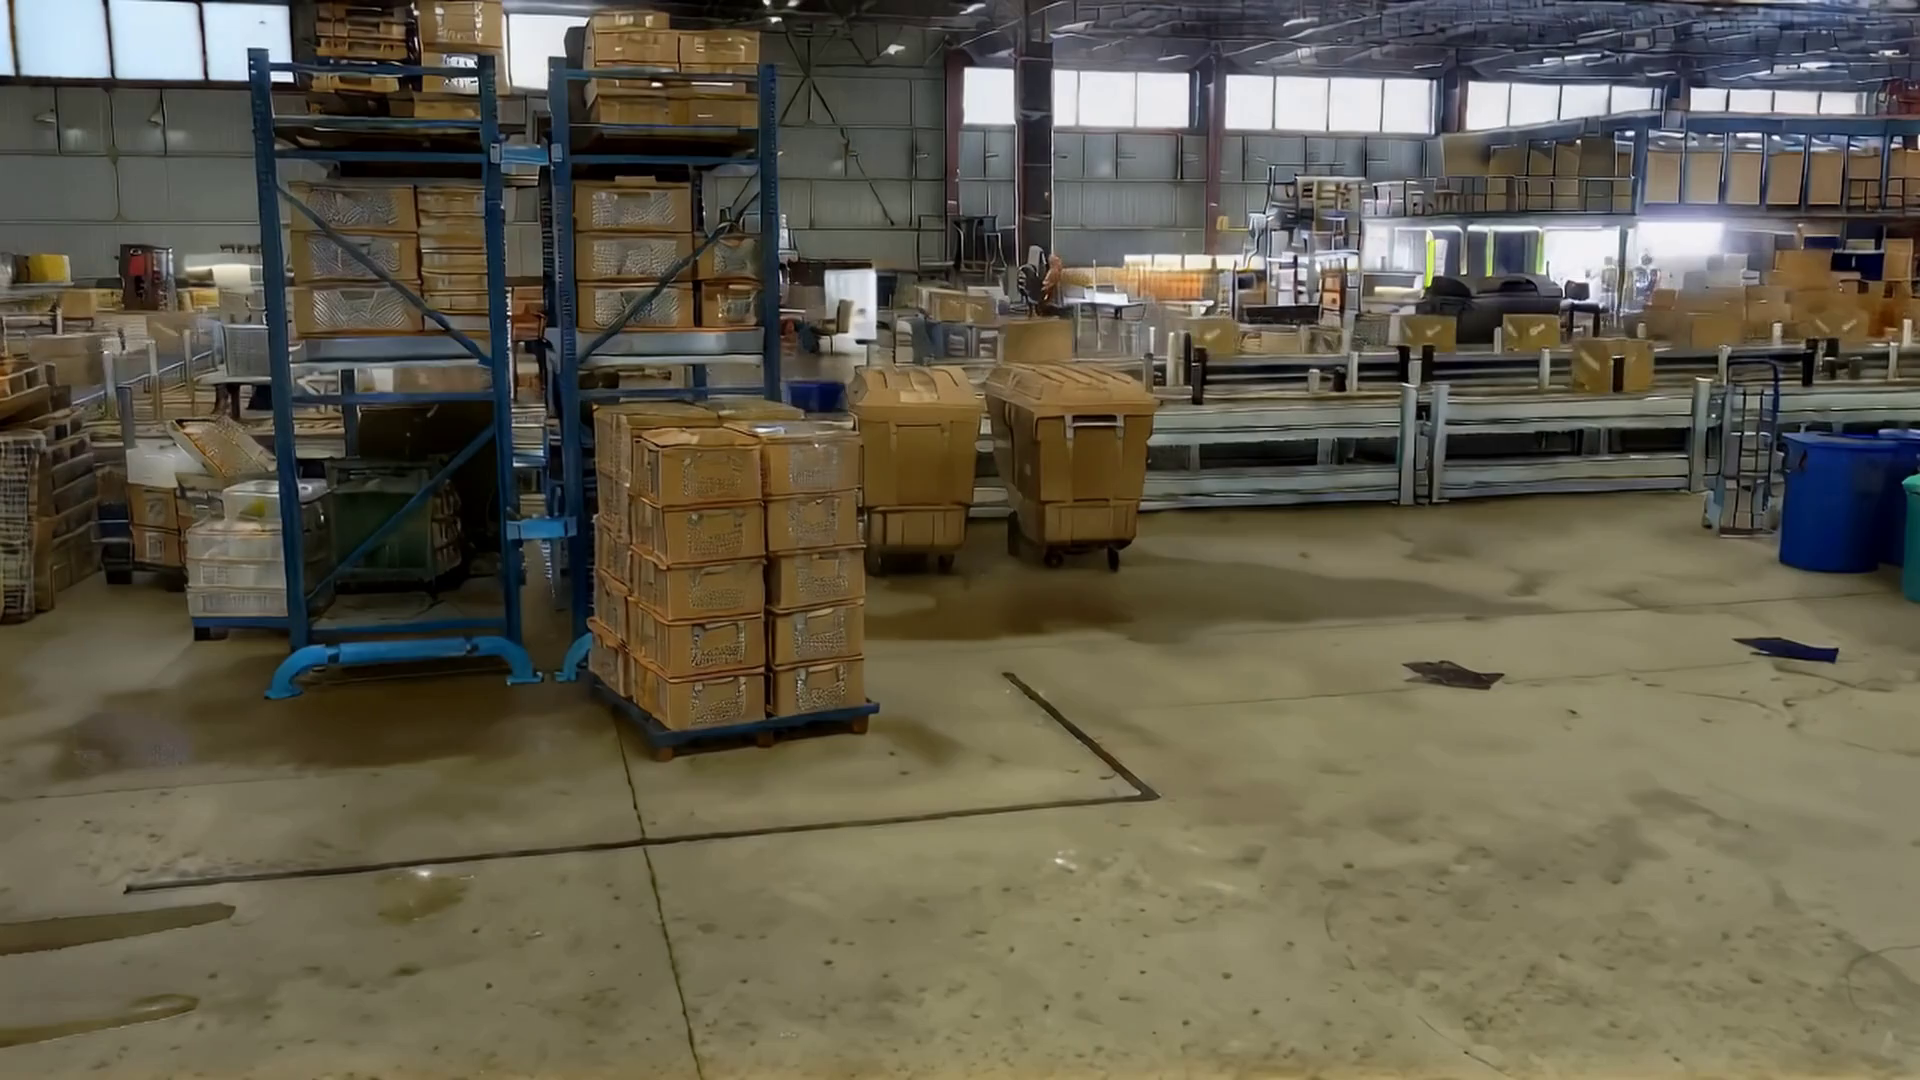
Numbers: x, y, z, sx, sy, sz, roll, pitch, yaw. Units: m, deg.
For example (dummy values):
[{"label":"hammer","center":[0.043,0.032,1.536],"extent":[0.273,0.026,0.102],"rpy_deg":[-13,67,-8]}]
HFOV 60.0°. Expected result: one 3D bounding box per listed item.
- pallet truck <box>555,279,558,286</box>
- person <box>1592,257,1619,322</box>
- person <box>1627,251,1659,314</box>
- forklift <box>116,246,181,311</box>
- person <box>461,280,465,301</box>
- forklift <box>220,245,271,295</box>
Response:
[{"label":"pallet truck","center":[-10.604,-6.375,44.520],"extent":[0.653,1.274,1.630],"rpy_deg":[-3,10,-15]},{"label":"person","center":[18.197,-7.015,46.641],"extent":[0.576,1.840,0.985],"rpy_deg":[-3,10,-15]},{"label":"person","center":[14.903,-5.282,36.284],"extent":[0.627,2.024,0.422],"rpy_deg":[3,11,19]},{"label":"forklift","center":[-19.966,-6.232,40.894],"extent":[1.157,1.987,2.680],"rpy_deg":[-3,10,-15]},{"label":"person","center":[-7.099,-2.990,24.051],"extent":[0.550,1.751,0.368],"rpy_deg":[-10,14,-43]},{"label":"forklift","center":[-17.749,-6.334,41.440],"extent":[1.157,1.987,2.680],"rpy_deg":[-3,10,-17]}]
